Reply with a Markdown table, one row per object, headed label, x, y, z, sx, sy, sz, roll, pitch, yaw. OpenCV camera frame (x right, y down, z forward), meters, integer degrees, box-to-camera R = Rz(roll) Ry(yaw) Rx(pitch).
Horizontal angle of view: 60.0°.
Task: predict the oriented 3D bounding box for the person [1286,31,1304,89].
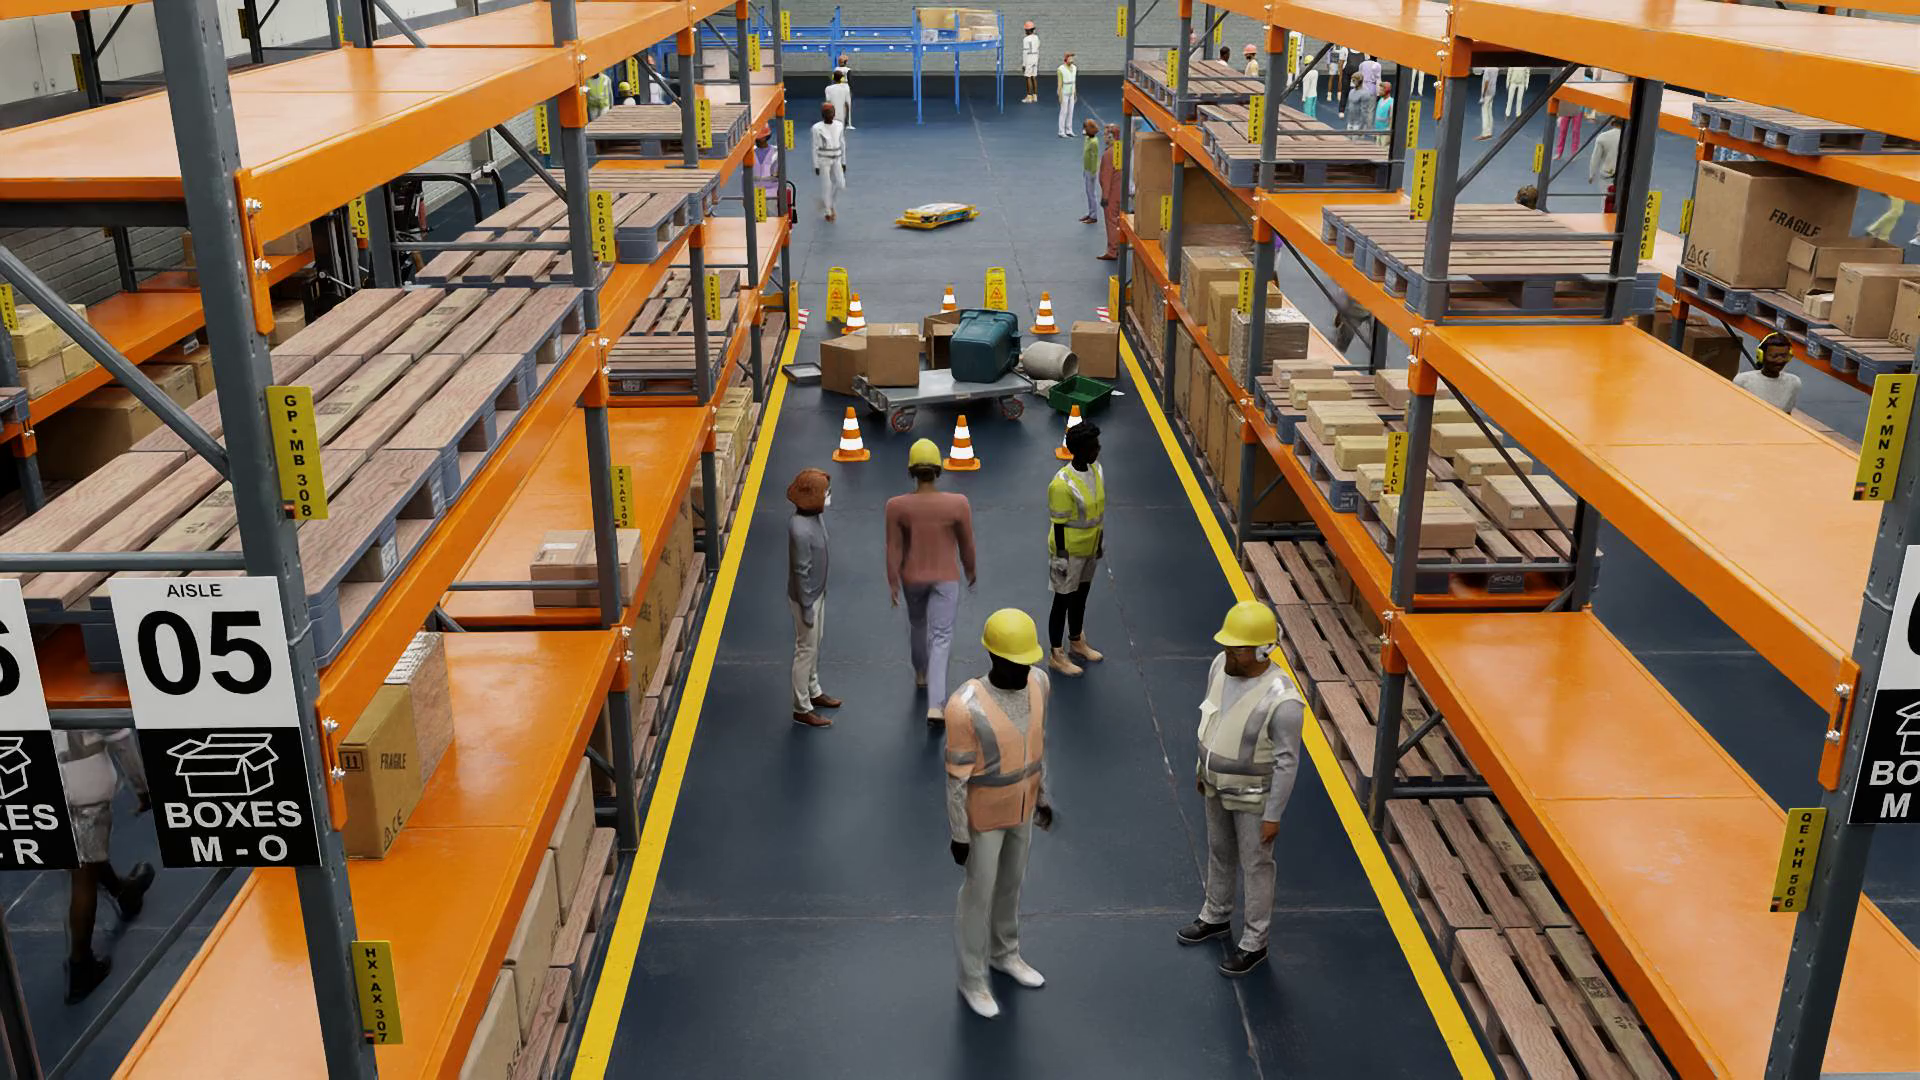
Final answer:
| label | x | y | z | sx | sy | sz | roll | pitch | yaw |
| --- | --- | --- | --- | --- | --- | --- | --- | --- | --- |
| person | 9.280 | -13.511 | 46.284 | 0.584 | 1.882 | 0.345 | -10 | 23 | -24 |

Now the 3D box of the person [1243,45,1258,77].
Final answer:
| label | x | y | z | sx | sy | sz | roll | pitch | yaw |
| --- | --- | --- | --- | --- | --- | --- | --- | --- | --- |
| person | 6.407 | -9.986 | 36.896 | 0.364 | 1.934 | 0.553 | 2 | 21 | 4 |

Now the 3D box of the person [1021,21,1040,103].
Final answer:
| label | x | y | z | sx | sy | sz | roll | pitch | yaw |
| --- | --- | --- | --- | --- | --- | --- | --- | --- | --- |
| person | 1.794 | -12.362 | 43.044 | 0.410 | 2.034 | 0.607 | 15 | 25 | 35 |

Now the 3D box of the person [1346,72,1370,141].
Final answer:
| label | x | y | z | sx | sy | sz | roll | pitch | yaw |
| --- | --- | --- | --- | --- | --- | --- | --- | --- | --- |
| person | 7.333 | -7.679 | 30.817 | 0.388 | 1.929 | 0.633 | -5 | 21 | -13 |

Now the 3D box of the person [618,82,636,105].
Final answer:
| label | x | y | z | sx | sy | sz | roll | pitch | yaw |
| --- | --- | --- | --- | --- | --- | --- | --- | --- | --- |
| person | -6.160 | -7.621 | 30.924 | 0.311 | 1.735 | 0.483 | 1 | 21 | 3 |

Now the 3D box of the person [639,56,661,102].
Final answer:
| label | x | y | z | sx | sy | sz | roll | pitch | yaw |
| --- | --- | --- | --- | --- | --- | --- | --- | --- | --- |
| person | -6.385 | -9.028 | 34.386 | 0.542 | 1.919 | 0.535 | -17 | 27 | -38 |

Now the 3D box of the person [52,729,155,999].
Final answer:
| label | x | y | z | sx | sy | sz | roll | pitch | yaw |
| --- | --- | --- | --- | --- | --- | --- | --- | --- | --- |
| person | -4.034 | 1.077 | 7.701 | 0.574 | 1.894 | 0.964 | 1 | 21 | 3 |

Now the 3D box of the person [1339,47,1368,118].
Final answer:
| label | x | y | z | sx | sy | sz | roll | pitch | yaw |
| --- | --- | --- | --- | --- | --- | --- | --- | --- | --- |
| person | 9.430 | -11.154 | 39.835 | 0.687 | 2.000 | 0.535 | -1 | 21 | -2 |

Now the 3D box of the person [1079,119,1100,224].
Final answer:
| label | x | y | z | sx | sy | sz | roll | pitch | yaw |
| --- | --- | --- | --- | --- | --- | --- | --- | --- | --- |
| person | 2.068 | -5.845 | 26.385 | 0.280 | 1.628 | 0.503 | -3 | 21 | -9 |

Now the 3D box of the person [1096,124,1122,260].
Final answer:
| label | x | y | z | sx | sy | sz | roll | pitch | yaw |
| --- | --- | --- | --- | --- | --- | --- | --- | --- | --- |
| person | 2.161 | -4.937 | 23.613 | 0.397 | 1.900 | 0.636 | 10 | 23 | 25 |

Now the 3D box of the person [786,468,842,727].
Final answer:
| label | x | y | z | sx | sy | sz | roll | pitch | yaw |
| --- | --- | --- | --- | --- | --- | --- | --- | --- | --- |
| person | -0.895 | 0.339 | 10.040 | 0.291 | 1.625 | 0.506 | 2 | 21 | 5 |

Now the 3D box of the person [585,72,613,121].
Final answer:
| label | x | y | z | sx | sy | sz | roll | pitch | yaw |
| --- | --- | --- | --- | --- | --- | --- | --- | --- | --- |
| person | -7.509 | -8.980 | 34.474 | 0.645 | 1.787 | 0.815 | -1 | 21 | -4 |

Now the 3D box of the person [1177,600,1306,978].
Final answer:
| label | x | y | z | sx | sy | sz | roll | pitch | yaw |
| --- | --- | --- | --- | --- | --- | --- | --- | --- | --- |
| person | 1.286 | 1.129 | 7.660 | 0.403 | 1.833 | 0.590 | -12 | 24 | -29 |

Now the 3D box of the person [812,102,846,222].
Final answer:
| label | x | y | z | sx | sy | sz | roll | pitch | yaw |
| --- | --- | --- | --- | --- | --- | --- | --- | --- | --- |
| person | -2.067 | -5.998 | 26.441 | 0.599 | 1.869 | 0.415 | -14 | 25 | -32 |

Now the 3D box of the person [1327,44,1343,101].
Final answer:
| label | x | y | z | sx | sy | sz | roll | pitch | yaw |
| --- | --- | --- | --- | --- | --- | --- | --- | --- | --- |
| person | 9.860 | -12.477 | 43.330 | 0.606 | 2.044 | 0.374 | 0 | 21 | -1 |

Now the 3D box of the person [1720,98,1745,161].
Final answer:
| label | x | y | z | sx | sy | sz | roll | pitch | yaw |
| --- | --- | --- | --- | --- | --- | --- | --- | --- | --- |
| person | 15.266 | -8.344 | 32.601 | 0.397 | 1.910 | 0.583 | -13 | 24 | -31 |

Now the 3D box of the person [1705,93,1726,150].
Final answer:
| label | x | y | z | sx | sy | sz | roll | pitch | yaw |
| --- | --- | --- | --- | --- | --- | --- | --- | --- | --- |
| person | 15.590 | -8.917 | 34.406 | 0.530 | 1.693 | 0.321 | -5 | 21 | -12 |

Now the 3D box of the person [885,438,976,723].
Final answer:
| label | x | y | z | sx | sy | sz | roll | pitch | yaw |
| --- | --- | --- | --- | --- | --- | --- | --- | --- | --- |
| person | -0.189 | 0.235 | 10.173 | 0.532 | 1.724 | 0.899 | 3 | 21 | 7 |

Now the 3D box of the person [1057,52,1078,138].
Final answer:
| label | x | y | z | sx | sy | sz | roll | pitch | yaw |
| --- | --- | --- | --- | --- | --- | --- | --- | --- | --- |
| person | 2.326 | -9.723 | 36.347 | 0.402 | 1.831 | 0.579 | 17 | 27 | 38 |

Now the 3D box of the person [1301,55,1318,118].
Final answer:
| label | x | y | z | sx | sy | sz | roll | pitch | yaw |
| --- | --- | --- | --- | --- | --- | --- | --- | --- | --- |
| person | 7.583 | -9.632 | 36.205 | 0.329 | 1.762 | 0.523 | 15 | 25 | 34 |

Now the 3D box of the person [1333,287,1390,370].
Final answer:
| label | x | y | z | sx | sy | sz | roll | pitch | yaw |
| --- | --- | --- | --- | --- | --- | --- | --- | --- | --- |
| person | 4.105 | -2.358 | 16.836 | 0.673 | 1.875 | 1.074 | -5 | 21 | -13 |

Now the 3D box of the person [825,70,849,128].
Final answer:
| label | x | y | z | sx | sy | sz | roll | pitch | yaw |
| --- | --- | --- | --- | --- | --- | --- | --- | --- | --- |
| person | -2.362 | -8.141 | 32.165 | 0.532 | 1.826 | 0.483 | -8 | 22 | -20 |

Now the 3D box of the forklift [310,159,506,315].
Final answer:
| label | x | y | z | sx | sy | sz | roll | pitch | yaw |
| --- | --- | --- | --- | --- | --- | --- | --- | --- | --- |
| forklift | -5.622 | -2.910 | 17.832 | 2.313 | 2.155 | 1.214 | -1 | 21 | -1 |

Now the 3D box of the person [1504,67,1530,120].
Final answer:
| label | x | y | z | sx | sy | sz | roll | pitch | yaw |
| --- | --- | --- | --- | --- | --- | --- | --- | --- | --- |
| person | 13.222 | -10.793 | 39.448 | 0.507 | 1.632 | 0.278 | 5 | 21 | 14 |

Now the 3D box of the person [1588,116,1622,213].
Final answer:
| label | x | y | z | sx | sy | sz | roll | pitch | yaw |
| --- | --- | --- | --- | --- | --- | --- | --- | --- | --- |
| person | 9.777 | -5.480 | 25.018 | 0.629 | 1.901 | 0.909 | 0 | 21 | 0 |

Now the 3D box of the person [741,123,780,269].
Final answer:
| label | x | y | z | sx | sy | sz | roll | pitch | yaw |
| --- | --- | --- | --- | --- | --- | --- | --- | --- | --- |
| person | -2.707 | -4.747 | 22.911 | 0.605 | 2.033 | 0.392 | 1 | 21 | 2 |

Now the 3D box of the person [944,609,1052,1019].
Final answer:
| label | x | y | z | sx | sy | sz | roll | pitch | yaw |
| --- | --- | --- | --- | --- | --- | --- | --- | --- | --- |
| person | 0.194 | 1.188 | 7.374 | 0.593 | 1.922 | 0.387 | -19 | 28 | -41 |

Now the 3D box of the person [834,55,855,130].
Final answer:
| label | x | y | z | sx | sy | sz | roll | pitch | yaw |
| --- | --- | --- | --- | --- | --- | --- | --- | --- | --- |
| person | -2.645 | -10.170 | 37.793 | 0.515 | 1.641 | 0.309 | 16 | 26 | 36 |

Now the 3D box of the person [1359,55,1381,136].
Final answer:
| label | x | y | z | sx | sy | sz | roll | pitch | yaw |
| --- | --- | --- | --- | --- | --- | --- | --- | --- | --- |
| person | 9.035 | -9.895 | 36.667 | 0.382 | 1.924 | 0.594 | -16 | 26 | -35 |

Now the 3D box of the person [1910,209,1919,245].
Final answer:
| label | x | y | z | sx | sy | sz | roll | pitch | yaw |
| --- | --- | --- | --- | --- | --- | --- | --- | --- | --- |
| person | 14.482 | -5.246 | 24.648 | 0.501 | 1.734 | 0.342 | 2 | 21 | 6 |

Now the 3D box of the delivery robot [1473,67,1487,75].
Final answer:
| label | x | y | z | sx | sy | sz | roll | pitch | yaw |
| --- | --- | --- | --- | --- | --- | --- | --- | --- | --- |
| delivery robot | 15.596 | -14.160 | 49.718 | 0.477 | 0.478 | 0.707 | 13 | 25 | 31 |

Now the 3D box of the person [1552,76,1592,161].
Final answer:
| label | x | y | z | sx | sy | sz | roll | pitch | yaw |
| --- | --- | --- | --- | --- | --- | --- | --- | --- | --- |
| person | 12.119 | -8.509 | 32.911 | 0.621 | 1.989 | 0.398 | 13 | 24 | 31 |

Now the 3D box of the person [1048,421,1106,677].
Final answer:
| label | x | y | z | sx | sy | sz | roll | pitch | yaw |
| --- | --- | --- | --- | --- | --- | --- | --- | --- | --- |
| person | 0.752 | 0.045 | 10.719 | 0.320 | 1.693 | 0.534 | 14 | 25 | 33 |

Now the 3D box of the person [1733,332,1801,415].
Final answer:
| label | x | y | z | sx | sy | sz | roll | pitch | yaw |
| --- | --- | --- | --- | --- | --- | --- | --- | --- | --- |
| person | 5.848 | -0.617 | 12.221 | 0.520 | 1.874 | 0.332 | 0 | 21 | 0 |

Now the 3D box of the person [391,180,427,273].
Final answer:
| label | x | y | z | sx | sy | sz | roll | pitch | yaw |
| --- | --- | --- | --- | --- | --- | --- | --- | --- | --- |
| person | -6.963 | -3.925 | 20.728 | 0.615 | 2.039 | 0.392 | -17 | 27 | -38 |

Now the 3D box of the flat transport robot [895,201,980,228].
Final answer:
| label | x | y | z | sx | sy | sz | roll | pitch | yaw |
| --- | --- | --- | --- | --- | --- | --- | --- | --- | --- |
| flat transport robot | -0.353 | -5.213 | 26.594 | 0.652 | 0.197 | 1.431 | 14 | 25 | 32 |

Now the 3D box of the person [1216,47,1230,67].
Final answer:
| label | x | y | z | sx | sy | sz | roll | pitch | yaw |
| --- | --- | --- | --- | --- | --- | --- | --- | --- | --- |
| person | 5.749 | -9.929 | 36.790 | 0.401 | 1.907 | 0.599 | -5 | 21 | -13 |

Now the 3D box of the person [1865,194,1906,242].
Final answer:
| label | x | y | z | sx | sy | sz | roll | pitch | yaw |
| --- | --- | --- | --- | --- | --- | --- | --- | --- | --- |
| person | 13.765 | -5.174 | 24.356 | 0.622 | 1.802 | 0.454 | -15 | 25 | -34 |

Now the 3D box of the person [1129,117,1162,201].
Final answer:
| label | x | y | z | sx | sy | sz | roll | pitch | yaw |
| --- | --- | --- | --- | --- | --- | --- | --- | --- | --- |
| person | 3.126 | -6.705 | 28.354 | 0.633 | 1.843 | 0.429 | -6 | 22 | -16 |

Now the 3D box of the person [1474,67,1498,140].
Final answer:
| label | x | y | z | sx | sy | sz | roll | pitch | yaw |
| --- | --- | --- | --- | --- | --- | --- | --- | --- | --- |
| person | 11.406 | -9.601 | 35.970 | 0.309 | 1.868 | 0.534 | 18 | 27 | 39 |
